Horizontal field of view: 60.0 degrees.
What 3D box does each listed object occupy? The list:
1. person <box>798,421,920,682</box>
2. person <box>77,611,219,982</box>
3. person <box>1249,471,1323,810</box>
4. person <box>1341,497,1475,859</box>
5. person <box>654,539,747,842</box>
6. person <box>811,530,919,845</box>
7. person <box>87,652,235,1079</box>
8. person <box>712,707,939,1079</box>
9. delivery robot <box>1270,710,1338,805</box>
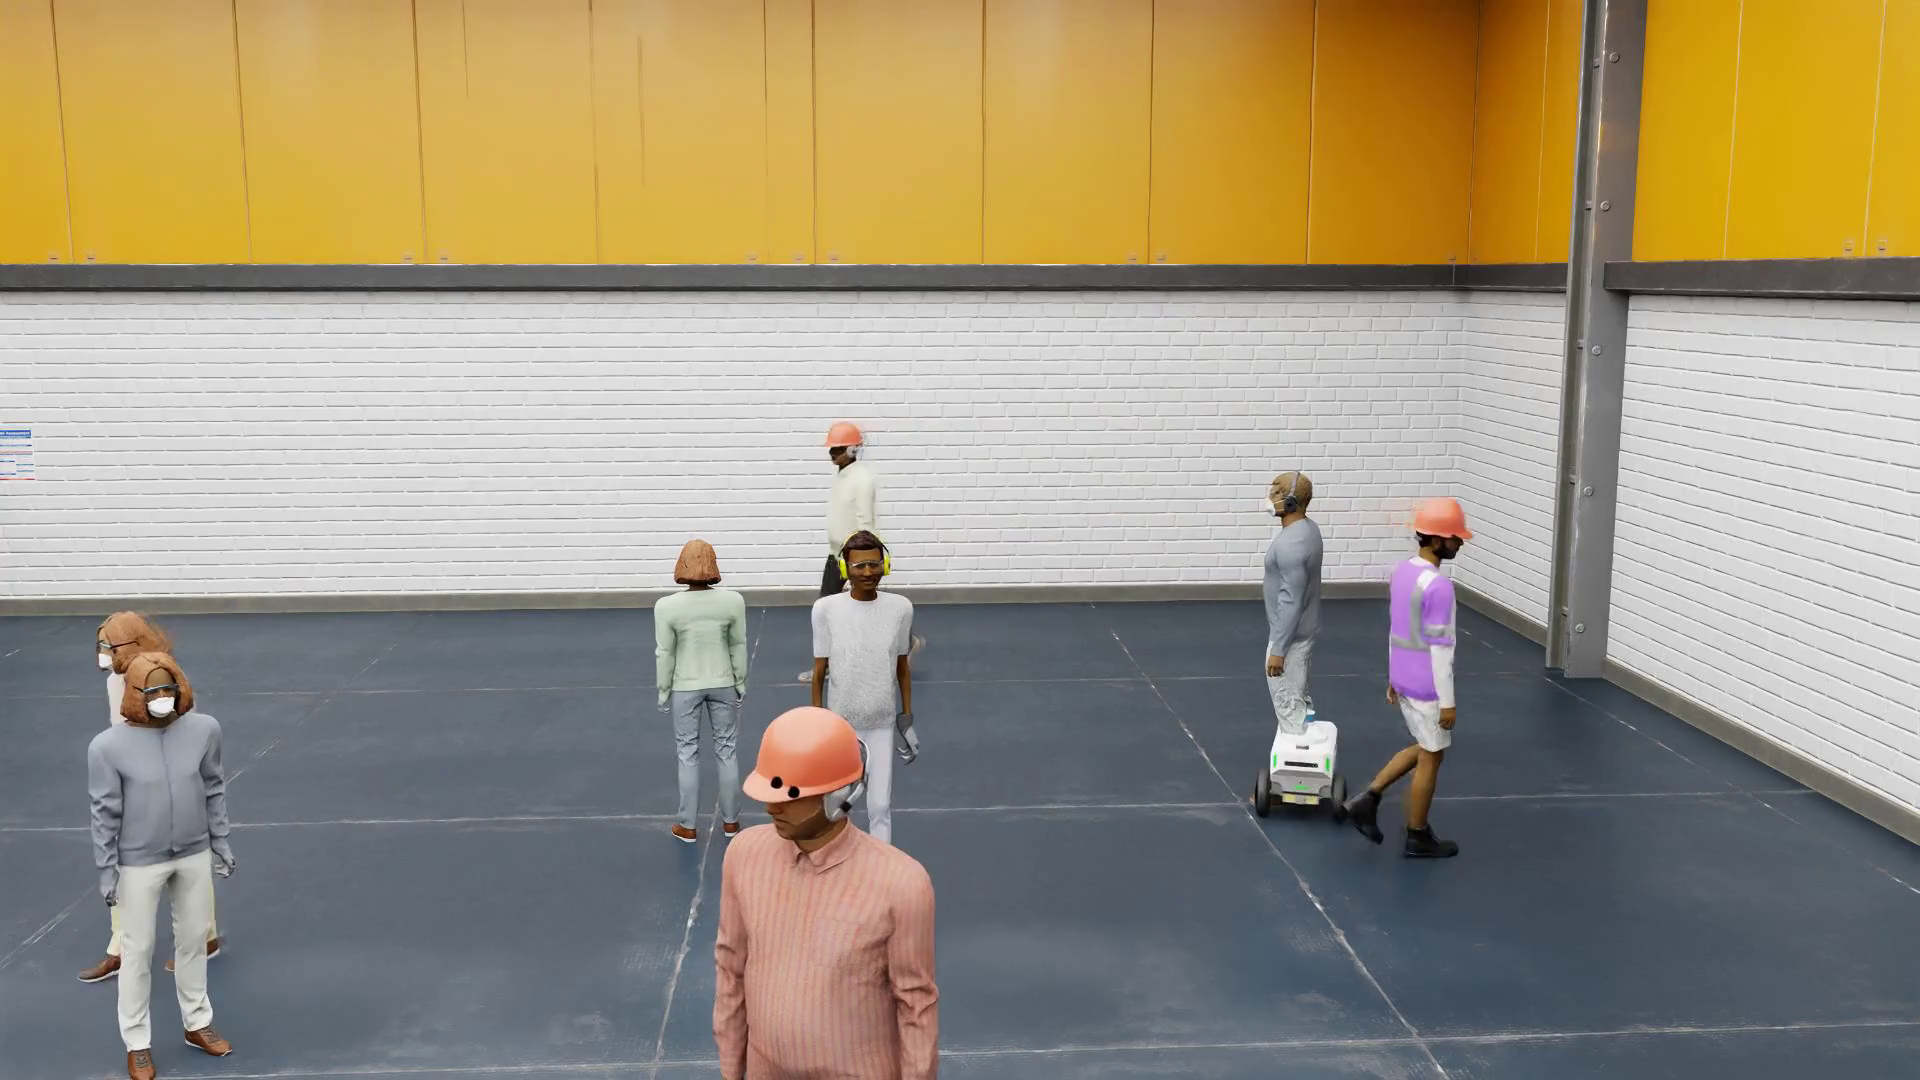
[{"bbox_3d":[-0.750,0.080,12.486,0.915,1.966,0.620,-6,11,-31],"label":"person"},{"bbox_3d":[-3.520,1.106,7.112,0.518,1.605,0.662,6,11,32],"label":"person"},{"bbox_3d":[1.868,0.567,9.477,0.372,1.940,0.632,3,10,18],"label":"person"},{"bbox_3d":[2.336,0.728,8.527,0.517,1.916,0.556,-1,9,-7],"label":"person"},{"bbox_3d":[-1.384,0.806,8.928,0.498,1.633,0.285,-4,10,-22],"label":"person"},{"bbox_3d":[-0.447,0.874,7.762,0.518,1.874,0.330,-3,9,-17],"label":"person"},{"bbox_3d":[-3.023,1.220,6.331,0.269,1.632,0.504,8,12,41],"label":"person"},{"bbox_3d":[-0.356,1.381,4.204,0.611,1.990,0.392,4,10,24],"label":"person"},{"bbox_3d":[1.964,1.210,9.475,0.477,0.478,0.707,2,9,15],"label":"delivery robot"}]
